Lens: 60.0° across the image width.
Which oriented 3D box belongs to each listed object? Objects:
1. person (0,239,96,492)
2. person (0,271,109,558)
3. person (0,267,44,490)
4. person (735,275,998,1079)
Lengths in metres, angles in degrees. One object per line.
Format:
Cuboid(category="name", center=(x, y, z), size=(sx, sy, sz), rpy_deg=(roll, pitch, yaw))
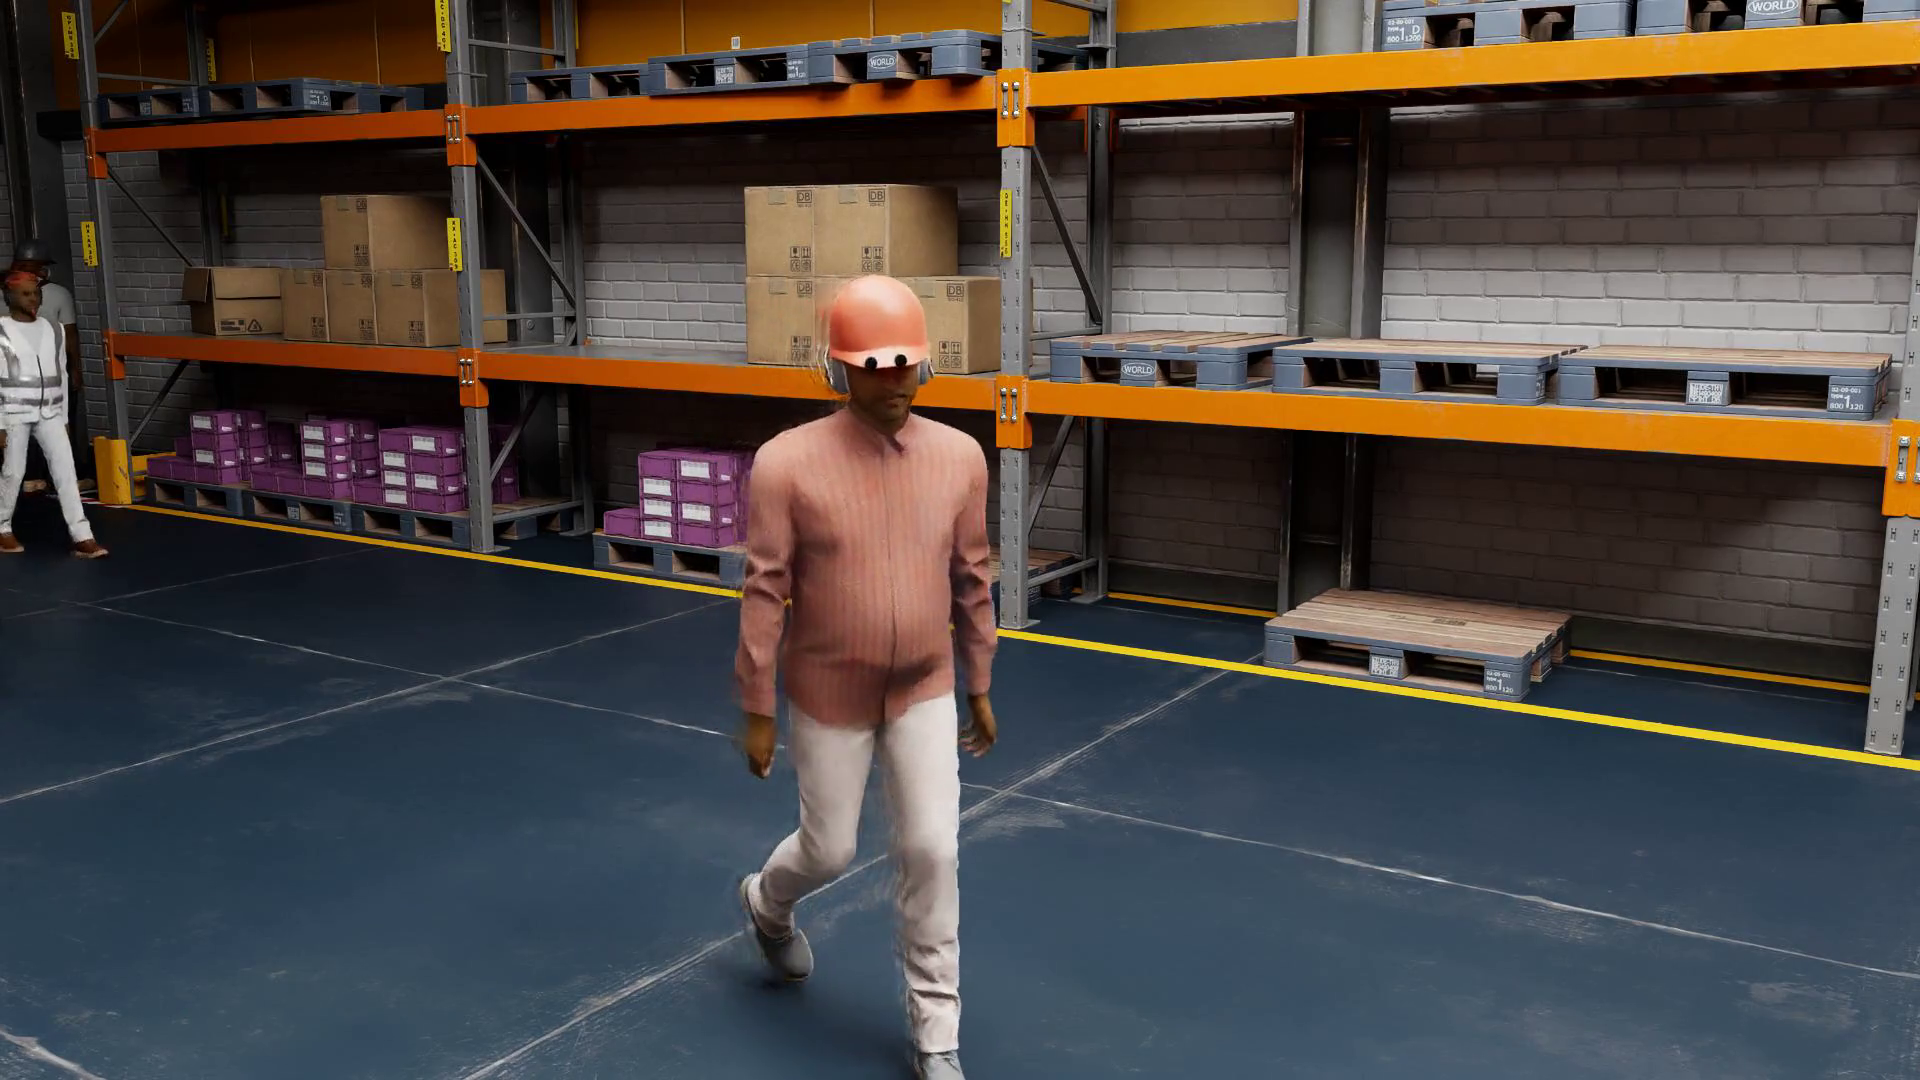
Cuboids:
Cuboid(category="person", center=(-7.392, -1.403, 13.402), size=(0.682, 2.000, 0.536), rpy_deg=(0, 10, 0))
Cuboid(category="person", center=(-5.952, -0.800, 10.654), size=(0.856, 1.853, 0.594), rpy_deg=(6, 12, 31))
Cuboid(category="person", center=(-7.722, -1.336, 13.693), size=(0.657, 1.811, 0.844), rpy_deg=(-9, 13, -39))
Cuboid(category="person", center=(-0.251, 0.330, 4.065), size=(0.661, 1.955, 0.858), rpy_deg=(-5, 11, -24))
